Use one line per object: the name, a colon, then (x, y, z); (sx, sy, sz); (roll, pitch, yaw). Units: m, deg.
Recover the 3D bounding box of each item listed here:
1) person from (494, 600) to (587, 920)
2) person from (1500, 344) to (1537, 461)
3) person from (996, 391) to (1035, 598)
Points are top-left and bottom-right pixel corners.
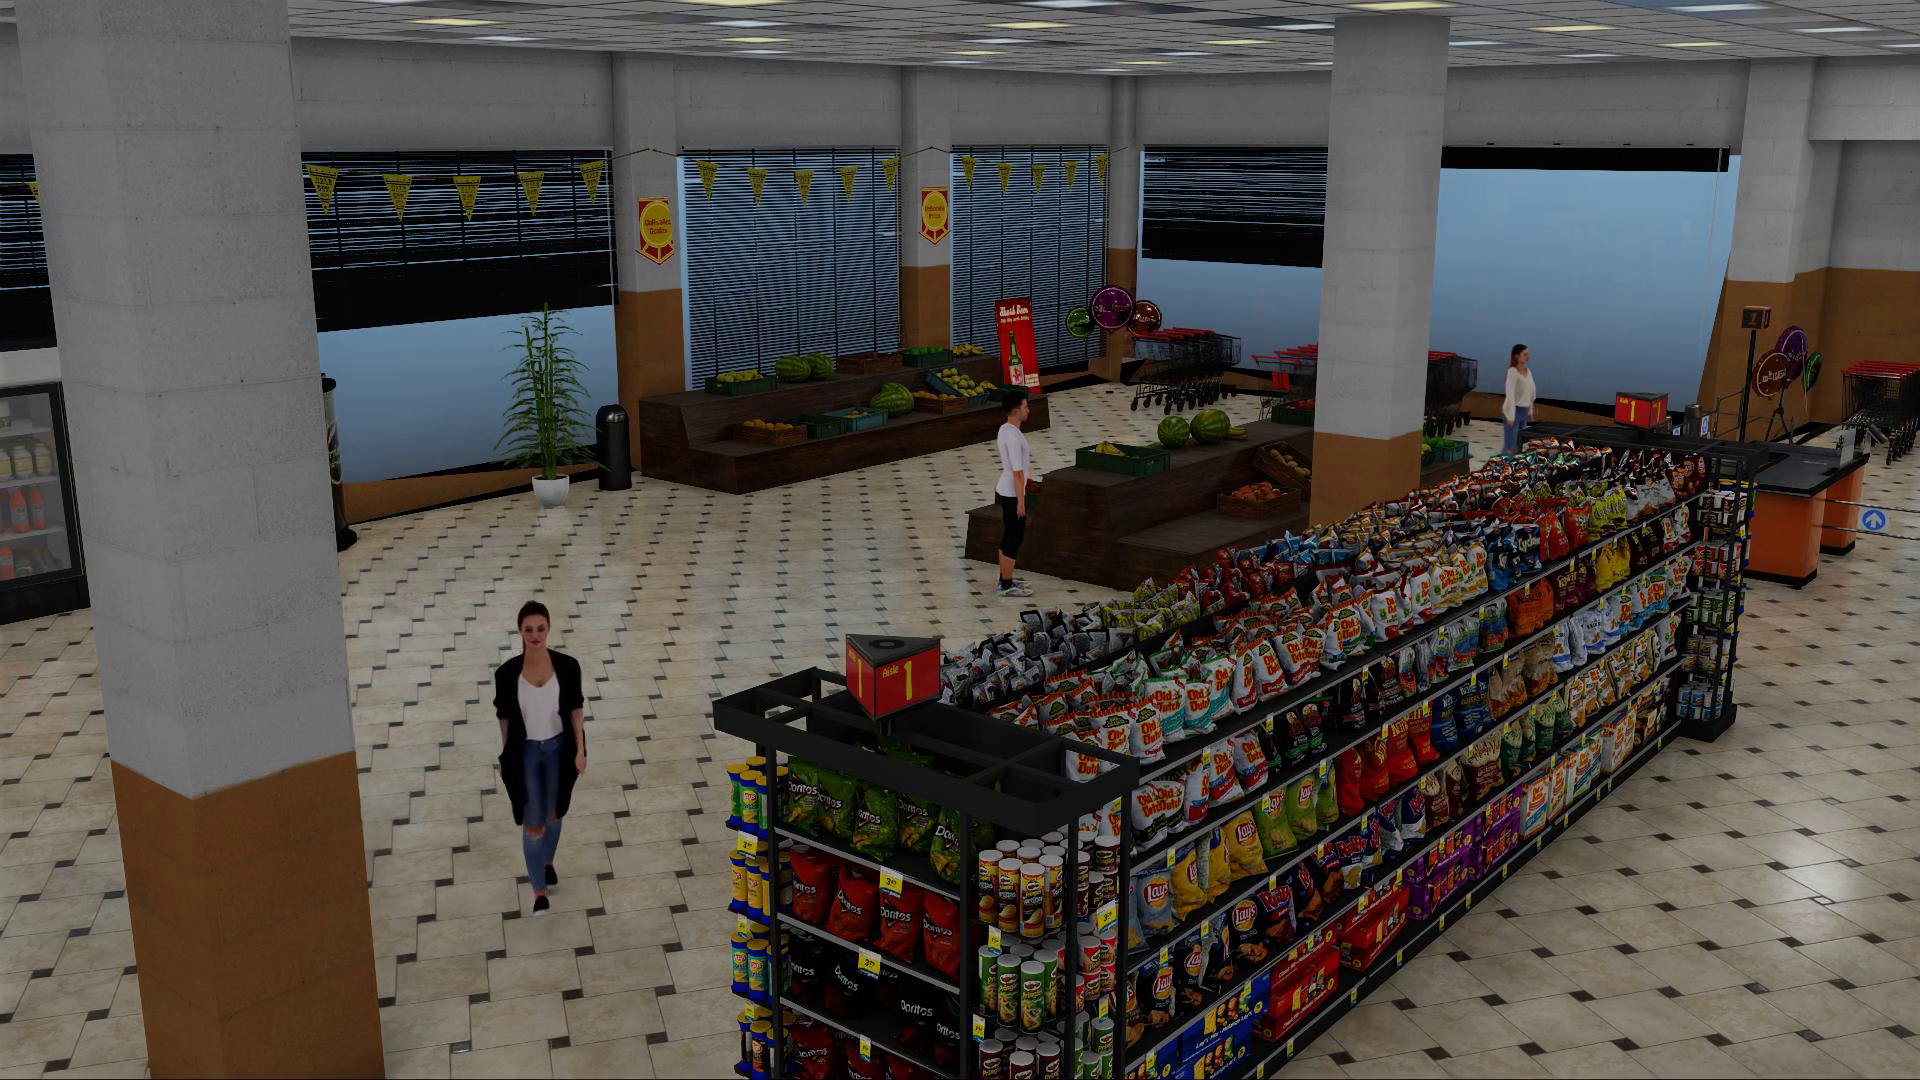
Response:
person: (-2.252, 1.129, 8.958); (1.039, 1.654, 0.998); (-4, 14, -17)
person: (6.519, -1.457, 19.537); (0.535, 1.693, 0.710); (-12, 18, -41)
person: (0.467, -0.423, 14.944); (0.782, 1.848, 0.739); (-2, 14, -10)
